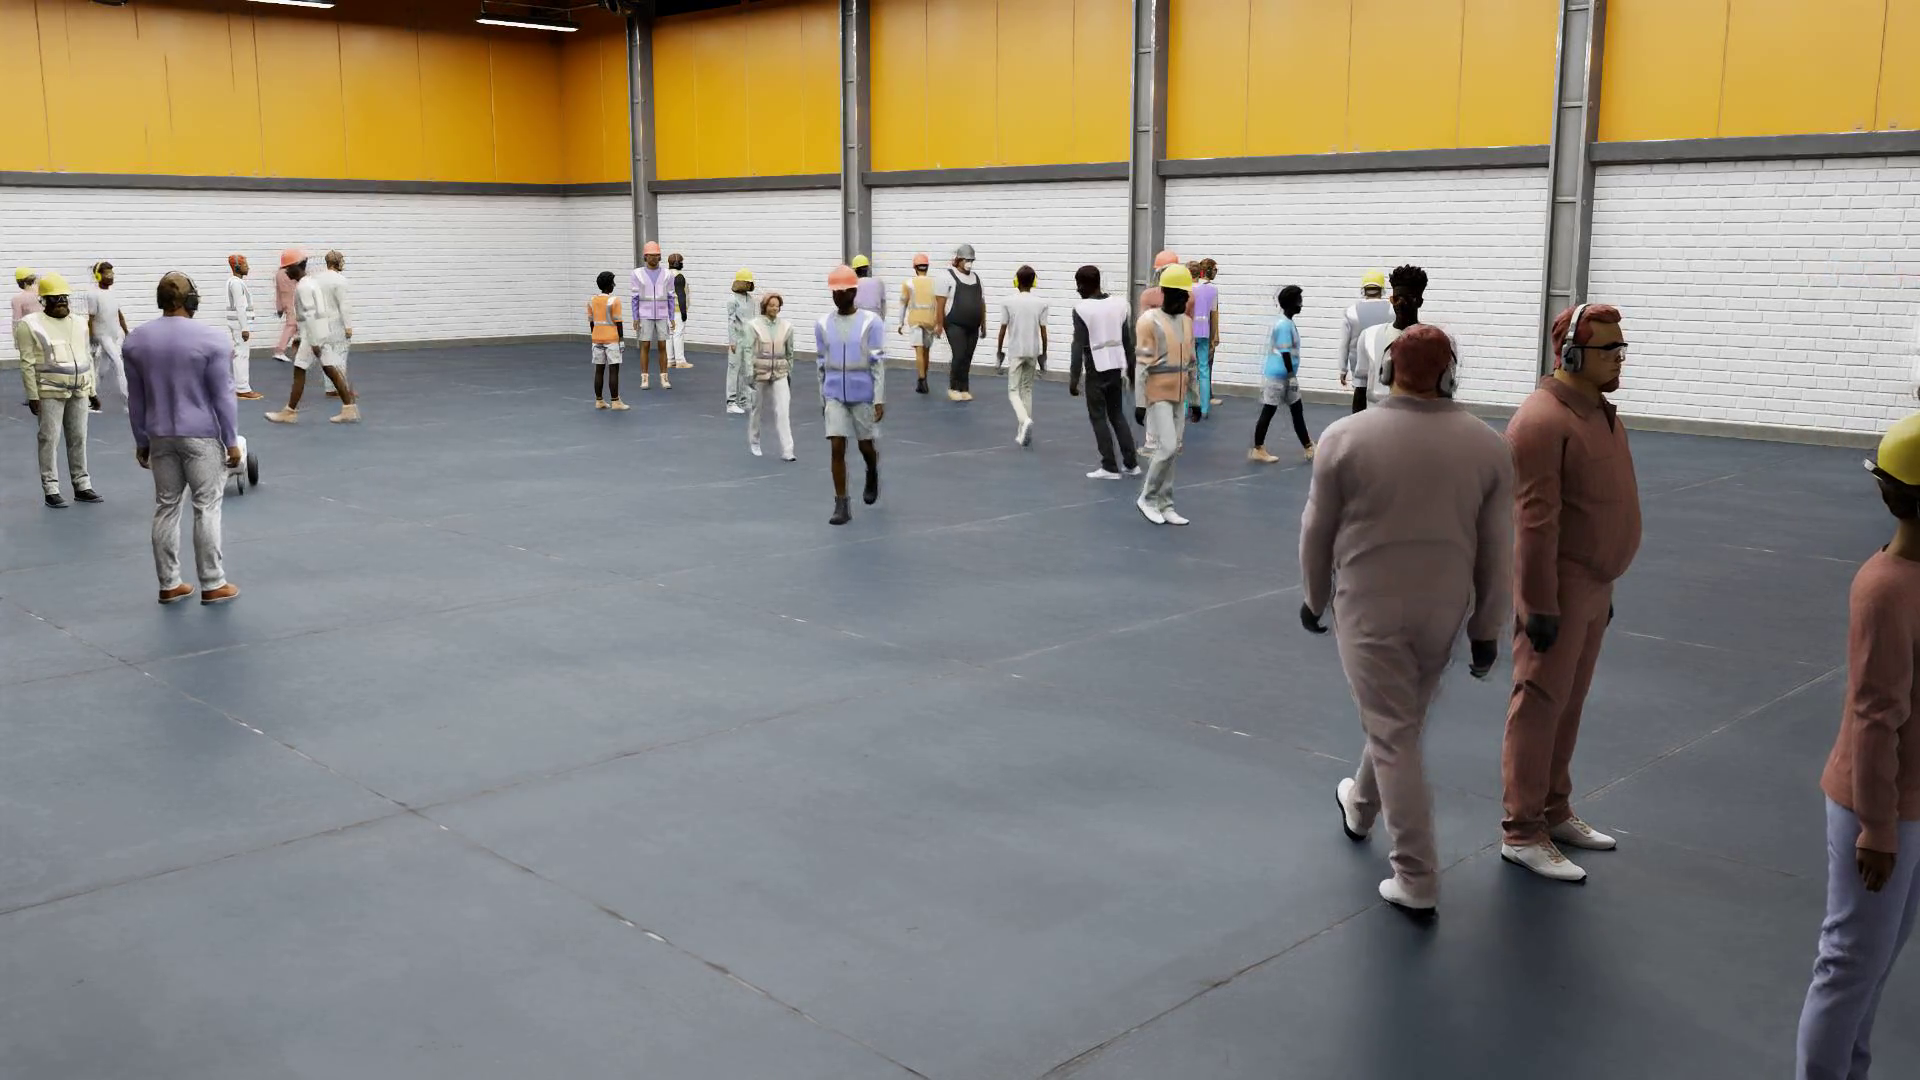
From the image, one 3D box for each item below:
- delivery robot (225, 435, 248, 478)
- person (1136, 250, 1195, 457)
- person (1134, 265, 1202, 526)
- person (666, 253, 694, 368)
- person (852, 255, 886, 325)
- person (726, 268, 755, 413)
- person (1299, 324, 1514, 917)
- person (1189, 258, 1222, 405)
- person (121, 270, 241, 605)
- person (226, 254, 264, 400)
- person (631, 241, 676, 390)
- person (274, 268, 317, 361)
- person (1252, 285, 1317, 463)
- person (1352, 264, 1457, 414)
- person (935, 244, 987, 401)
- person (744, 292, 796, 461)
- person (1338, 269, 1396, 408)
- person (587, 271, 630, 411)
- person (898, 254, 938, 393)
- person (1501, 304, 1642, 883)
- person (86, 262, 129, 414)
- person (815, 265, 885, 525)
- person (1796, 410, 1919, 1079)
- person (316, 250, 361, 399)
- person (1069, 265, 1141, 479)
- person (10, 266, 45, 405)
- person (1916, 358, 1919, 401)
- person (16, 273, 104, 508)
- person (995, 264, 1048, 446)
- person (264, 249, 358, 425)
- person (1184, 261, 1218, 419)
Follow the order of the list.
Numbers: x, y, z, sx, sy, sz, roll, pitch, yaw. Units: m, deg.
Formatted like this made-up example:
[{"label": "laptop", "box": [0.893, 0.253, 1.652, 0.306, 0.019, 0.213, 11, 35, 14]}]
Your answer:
[{"label": "delivery robot", "box": [-6.171, -0.730, 13.924, 0.477, 0.478, 0.707, -4, 11, -20]}, {"label": "person", "box": [1.977, -1.792, 16.082, 0.619, 1.989, 0.396, -5, 11, -24]}, {"label": "person", "box": [1.535, -1.051, 12.199, 0.404, 1.913, 0.622, 10, 14, 43]}, {"label": "person", "box": [-4.558, -3.685, 26.783, 0.429, 1.844, 0.625, -8, 13, -36]}, {"label": "person", "box": [-1.278, -2.925, 22.578, 0.598, 1.865, 1.040, -3, 11, -16]}, {"label": "person", "box": [-2.610, -2.399, 20.073, 0.340, 1.735, 0.483, 6, 12, 30]}, {"label": "person", "box": [1.431, 0.220, 5.471, 0.628, 1.839, 1.010, -1, 10, -7]}, {"label": "person", "box": [3.080, -2.612, 20.919, 0.330, 1.844, 0.519, -6, 12, -31]}, {"label": "person", "box": [-4.482, -0.582, 9.617, 0.633, 1.932, 0.372, 1, 10, 5]}, {"label": "person", "box": [-9.356, -2.769, 21.675, 0.353, 1.883, 0.578, -6, 12, -29]}, {"label": "person", "box": [-4.247, -3.110, 23.086, 0.609, 2.048, 0.367, -3, 11, -18]}, {"label": "person", "box": [-11.369, -3.977, 28.356, 0.645, 1.862, 0.984, 8, 13, 37]}, {"label": "person", "box": [3.121, -1.526, 15.481, 0.827, 1.655, 0.555, 3, 11, 16]}, {"label": "person", "box": [2.565, -0.616, 9.706, 0.607, 1.967, 0.367, 6, 12, 30]}, {"label": "person", "box": [0.074, -2.790, 21.358, 0.716, 2.000, 0.583, -8, 13, -36]}, {"label": "person", "box": [-1.831, -1.566, 15.906, 0.523, 1.598, 0.871, -4, 11, -22]}, {"label": "person", "box": [3.899, -1.645, 15.728, 0.627, 1.808, 0.716, 3, 11, 16]}, {"label": "person", "box": [-4.292, -2.419, 20.275, 0.539, 1.696, 0.317, 6, 12, 31]}, {"label": "person", "box": [-0.534, -2.965, 22.818, 0.566, 1.875, 1.027, -2, 11, -8]}, {"label": "person", "box": [2.064, 0.166, 5.607, 0.409, 1.909, 0.641, 8, 13, 36]}, {"label": "person", "box": [-10.222, -2.412, 19.907, 0.966, 1.830, 0.526, 0, 10, 3]}, {"label": "person", "box": [-0.807, -1.105, 12.499, 0.545, 1.920, 0.746, 2, 11, 11]}, {"label": "person", "box": [2.094, 0.583, 3.704, 0.298, 1.772, 0.533, 9, 14, 40]}, {"label": "person", "box": [-8.147, -2.804, 21.711, 0.635, 1.937, 0.354, 8, 13, 38]}, {"label": "person", "box": [1.248, -1.465, 14.585, 0.629, 1.874, 0.451, -8, 13, -38]}, {"label": "person", "box": [-11.550, -2.543, 20.774, 0.577, 1.750, 0.542, 5, 12, 26]}, {"label": "person", "box": [8.035, -1.298, 13.563, 0.449, 1.912, 0.543, 3, 11, 18]}, {"label": "person", "box": [-7.087, -1.180, 13.143, 0.403, 1.834, 0.589, 6, 12, 28]}, {"label": "person", "box": [0.636, -1.854, 16.788, 0.530, 1.847, 0.724, -2, 11, -11]}, {"label": "person", "box": [-7.327, -2.273, 18.725, 0.984, 1.980, 0.648, -1, 10, -7]}, {"label": "person", "box": [2.709, -2.315, 19.320, 0.564, 1.838, 0.388, -2, 11, -10]}]
